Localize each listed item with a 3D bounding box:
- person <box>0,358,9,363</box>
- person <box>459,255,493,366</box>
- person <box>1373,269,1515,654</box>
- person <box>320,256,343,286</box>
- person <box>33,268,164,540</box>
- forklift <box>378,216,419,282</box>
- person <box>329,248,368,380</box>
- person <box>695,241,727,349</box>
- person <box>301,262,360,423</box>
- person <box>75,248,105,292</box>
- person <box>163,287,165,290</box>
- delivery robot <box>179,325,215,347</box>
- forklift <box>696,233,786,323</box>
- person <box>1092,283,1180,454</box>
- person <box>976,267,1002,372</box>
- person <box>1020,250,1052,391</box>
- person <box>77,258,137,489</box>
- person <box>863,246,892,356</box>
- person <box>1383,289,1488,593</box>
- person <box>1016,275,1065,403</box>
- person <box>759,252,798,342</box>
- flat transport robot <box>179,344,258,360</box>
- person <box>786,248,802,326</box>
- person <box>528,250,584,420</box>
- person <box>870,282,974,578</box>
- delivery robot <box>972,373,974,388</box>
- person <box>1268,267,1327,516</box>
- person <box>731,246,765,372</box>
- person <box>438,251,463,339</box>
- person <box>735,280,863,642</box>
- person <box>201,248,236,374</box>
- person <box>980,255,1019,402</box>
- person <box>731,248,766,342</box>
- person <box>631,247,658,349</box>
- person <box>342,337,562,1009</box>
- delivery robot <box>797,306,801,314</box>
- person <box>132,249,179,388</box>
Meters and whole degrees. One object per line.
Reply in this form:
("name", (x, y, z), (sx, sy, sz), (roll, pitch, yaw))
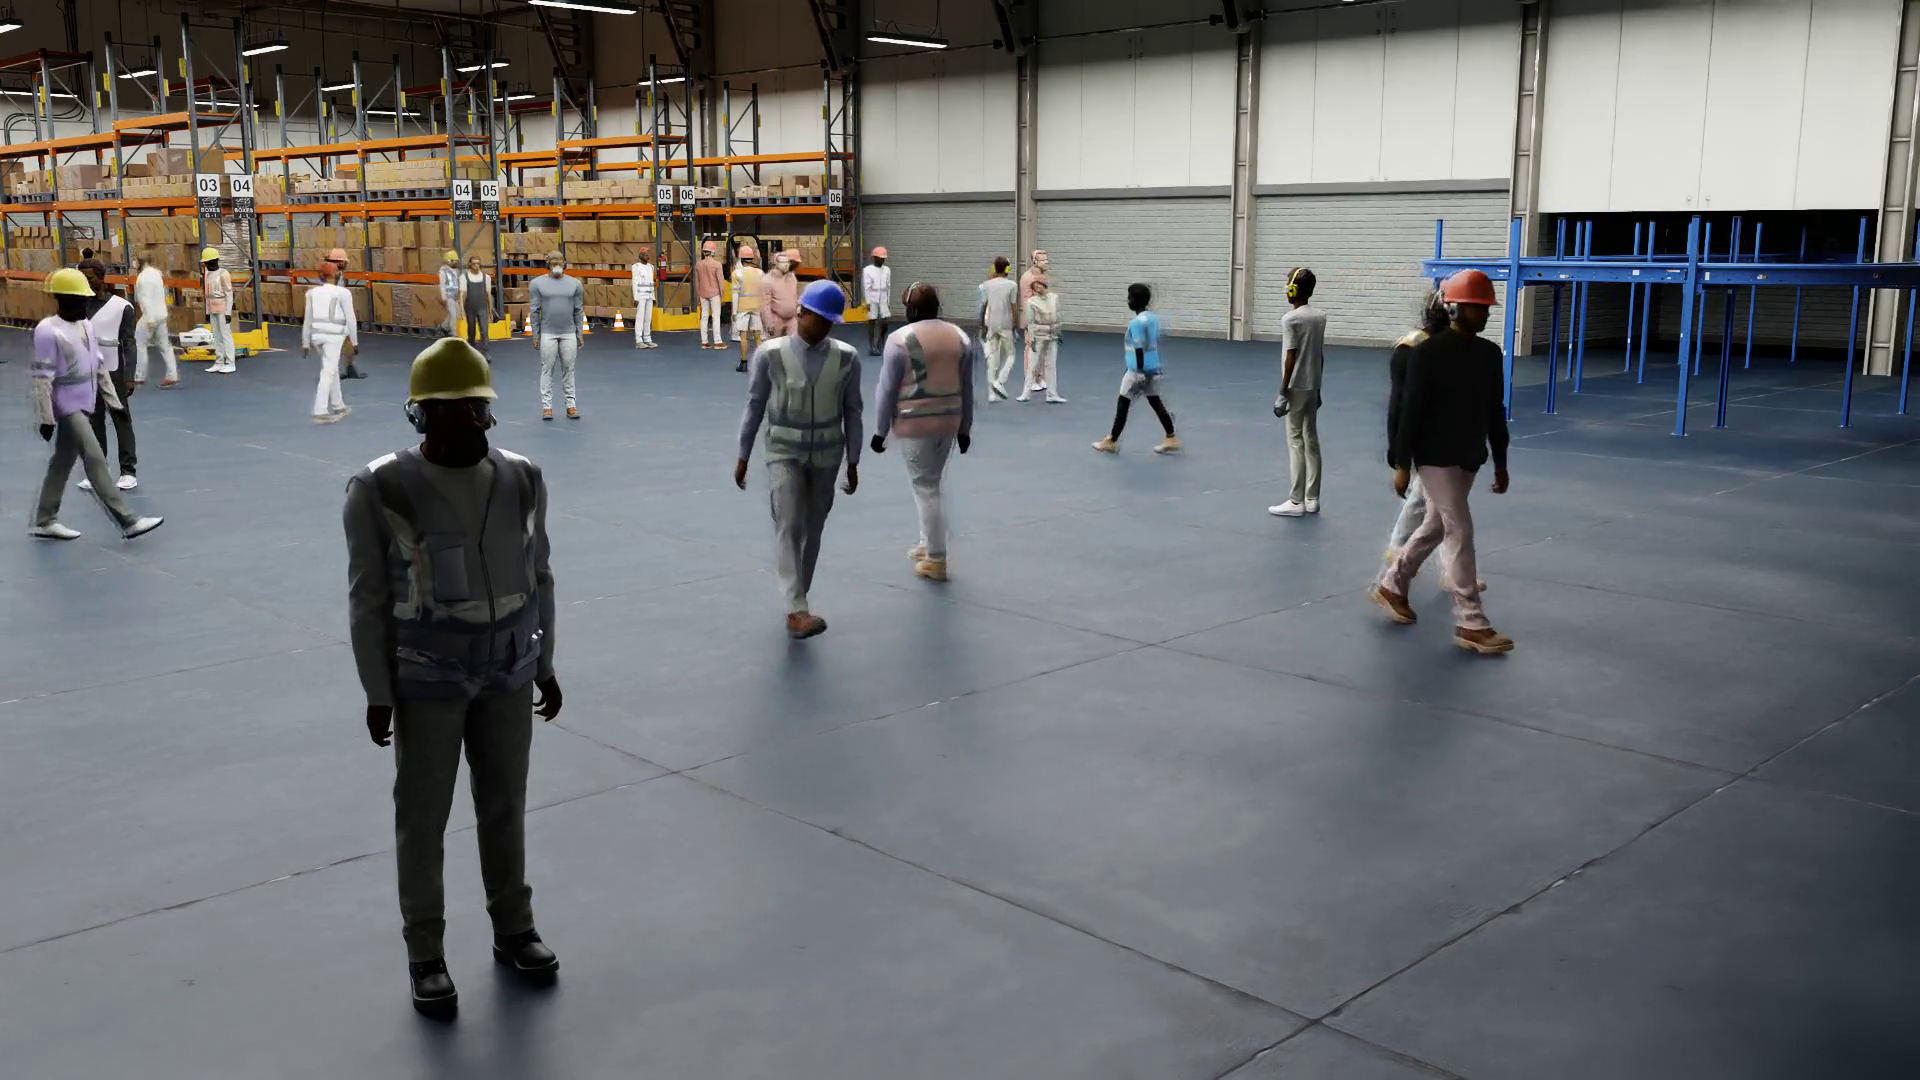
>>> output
("person", (-16.235, -3.757, 27.365), (0.531, 1.734, 0.854), (10, 14, 44))
("person", (-7.863, -3.729, 27.055), (0.529, 1.787, 1.010), (-4, 11, -23))
("person", (2.558, -0.451, 8.765), (0.630, 1.950, 1.018), (-6, 12, -31))
("person", (-13.605, -5.314, 35.981), (0.566, 1.676, 0.539), (8, 13, 38))
("person", (-6.044, -0.926, 11.509), (0.974, 1.874, 0.607), (-1, 10, -3))
("forklift", (-17.868, -9.201, 54.028), (1.873, 2.768, 1.129), (-10, 14, -44))
("person", (-9.049, -3.312, 24.453), (0.757, 1.911, 0.562), (-4, 11, -18))
("person", (-4.661, -4.579, 31.118), (0.611, 1.997, 0.375), (5, 11, 23))
("person", (-7.255, -2.267, 19.066), (0.604, 1.818, 0.898), (4, 11, 21))
("person", (-17.013, -4.782, 32.576), (0.534, 1.868, 0.309), (-9, 14, -41))
("person", (-19.664, -6.192, 40.608), (0.294, 1.744, 0.486), (9, 14, 40))
("delivery robot", (-13.409, -3.562, 29.365), (0.707, 0.478, 0.477), (3, 11, 17))
("forklift", (-5.496, -6.489, 41.108), (2.313, 2.155, 1.214), (-10, 14, -44))
("person", (1.758, -1.660, 16.159), (0.840, 1.652, 0.534), (5, 12, 26))
("person", (0.518, -3.400, 25.683), (0.530, 1.623, 0.549), (-2, 11, -8))
("person", (1.084, -3.014, 22.827), (0.409, 1.909, 0.641), (6, 12, 29))
("person", (-7.185, -1.391, 13.949), (0.591, 1.919, 0.392), (1, 10, 5))
("person", (-1.448, -4.213, 29.333), (0.560, 1.915, 0.453), (-6, 12, -29))
("person", (2.901, -0.625, 10.118), (0.641, 1.798, 0.950), (-6, 12, -29))
("person", (1.048, -2.524, 20.961), (0.633, 1.613, 0.338), (-8, 13, -36))
("person", (-2.360, -2.958, 22.610), (0.915, 1.865, 0.678), (10, 14, 44))
("flat transport robot", (-12.805, -3.258, 28.739), (0.652, 0.197, 1.431), (1, 10, 5))
("person", (-2.737, -3.668, 26.413), (0.496, 1.908, 0.552), (3, 11, 17))
("person", (-4.655, -2.375, 19.259), (0.632, 1.940, 0.372), (-5, 11, -24))
("person", (-0.282, -0.695, 10.424), (0.624, 1.816, 0.732), (-9, 13, -39))
("delivery robot", (-0.041, -2.047, 21.105), (0.477, 0.478, 0.707), (-2, 10, -10))
("person", (2.569, -1.125, 12.626), (0.514, 1.872, 0.332), (-10, 14, -43))
("person", (-3.315, -3.614, 26.003), (0.545, 1.942, 0.349), (-6, 12, -28))
("person", (-10.196, -4.863, 33.186), (0.576, 1.808, 0.591), (3, 11, 18))
("person", (-0.824, -0.427, 8.819), (0.666, 1.873, 0.942), (-4, 11, -19))
("person", (-11.446, -3.534, 25.642), (0.585, 1.916, 0.390), (7, 12, 33))
("person", (0.514, -2.699, 21.256), (0.580, 1.852, 0.392), (5, 12, 26))
("person", (-4.168, -4.903, 33.247), (0.925, 1.870, 0.647), (-4, 11, -21))
("person", (-5.940, -4.561, 31.327), (0.337, 1.882, 0.584), (6, 12, 28))
("person", (-1.379, 0.359, 4.627), (0.590, 1.837, 0.404), (-9, 14, -40))
("delivery robot", (-3.670, -5.492, 39.888), (0.707, 0.478, 0.477), (-2, 10, -9))
("person", (-11.275, -3.045, 22.979), (0.845, 1.907, 0.656), (-1, 10, -7))
